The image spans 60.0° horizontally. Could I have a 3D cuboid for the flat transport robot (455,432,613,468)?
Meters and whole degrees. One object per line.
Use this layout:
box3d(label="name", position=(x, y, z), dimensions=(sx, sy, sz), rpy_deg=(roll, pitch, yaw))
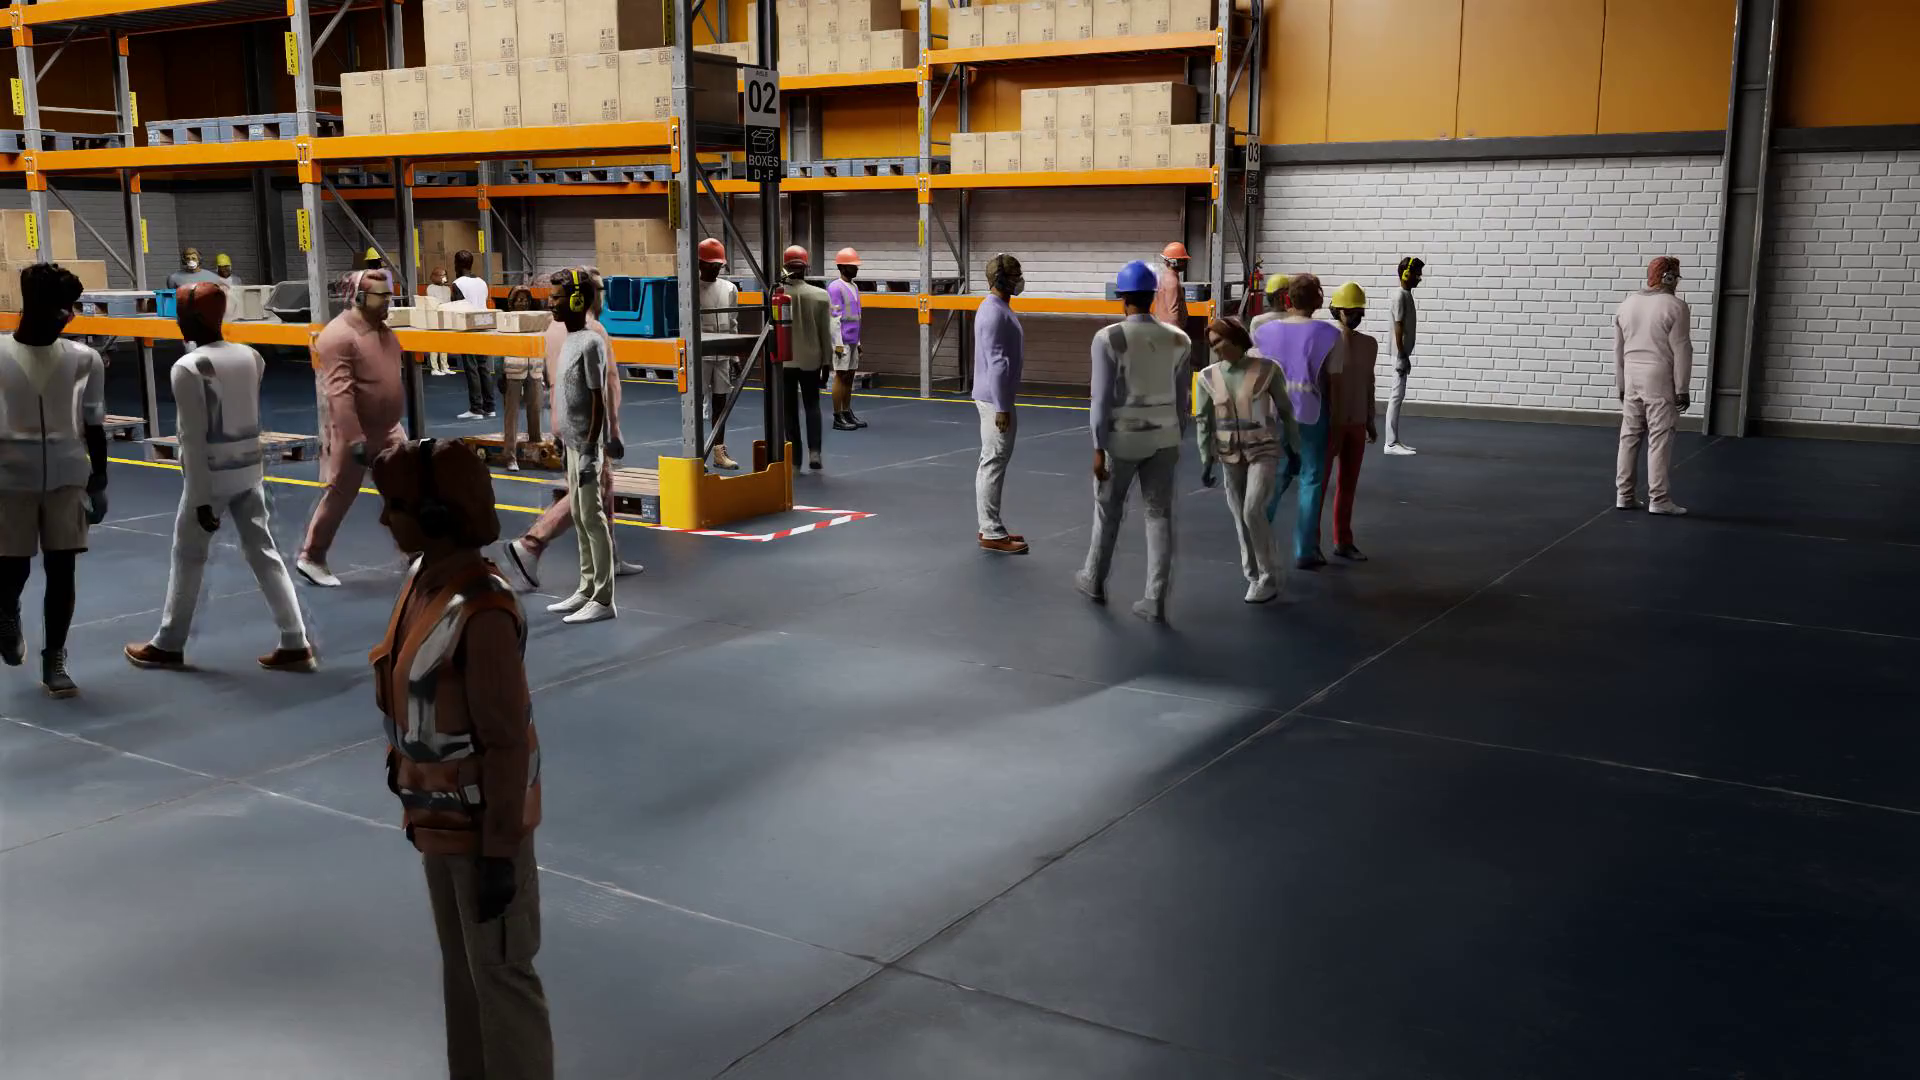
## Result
box3d(label="flat transport robot", position=(-3.909, -0.840, 15.191), dimensions=(1.431, 0.197, 0.652), rpy_deg=(6, 12, 32))

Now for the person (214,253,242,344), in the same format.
box3d(label="person", position=(-10.728, -3.271, 24.347), dimensions=(0.403, 1.833, 0.609), rpy_deg=(8, 13, 37))

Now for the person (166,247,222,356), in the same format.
box3d(label="person", position=(-9.501, -2.670, 20.708), dimensions=(0.635, 1.939, 0.367), rpy_deg=(-5, 11, -26))

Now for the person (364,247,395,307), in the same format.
box3d(label="person", position=(-8.456, -3.301, 24.276), dimensions=(0.398, 1.919, 0.592), rpy_deg=(2, 10, 10))

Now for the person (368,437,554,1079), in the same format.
box3d(label="person", position=(-1.021, 0.598, 3.440), dimensions=(0.314, 1.636, 0.514), rpy_deg=(-7, 12, -33))

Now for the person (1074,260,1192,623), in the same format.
box3d(label="person", position=(0.930, -0.551, 9.047), dimensions=(0.634, 1.900, 0.948), rpy_deg=(-3, 11, -19))

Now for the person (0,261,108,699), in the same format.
box3d(label="person", position=(-4.151, -0.276, 7.462), dimensions=(0.633, 1.930, 0.619), rpy_deg=(-9, 13, -40))

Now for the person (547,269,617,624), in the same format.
box3d(label="person", position=(-2.026, -0.492, 8.833), dimensions=(0.329, 1.872, 0.511), rpy_deg=(-5, 11, -26))

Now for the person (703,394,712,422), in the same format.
box3d(label="person", position=(-2.851, -2.123, 18.555), dimensions=(0.503, 1.622, 0.299), rpy_deg=(3, 11, 18))

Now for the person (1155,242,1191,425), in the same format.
box3d(label="person", position=(2.325, -2.254, 18.246), dimensions=(0.380, 1.994, 0.618), rpy_deg=(-1, 10, -3))

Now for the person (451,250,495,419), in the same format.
box3d(label="person", position=(-5.550, -2.335, 18.954), dimensions=(0.410, 1.908, 0.592), rpy_deg=(3, 11, 16))

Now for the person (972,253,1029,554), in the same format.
box3d(label="person", position=(0.261, -0.885, 10.818), dimensions=(0.372, 1.940, 0.627), rpy_deg=(0, 10, 0))

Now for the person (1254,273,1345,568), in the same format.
box3d(label="person", position=(2.037, -0.706, 10.129), dimensions=(0.575, 1.827, 0.642), rpy_deg=(6, 12, 32))

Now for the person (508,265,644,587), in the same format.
box3d(label="person", position=(-2.268, -0.658, 9.733), dimensions=(0.799, 1.878, 0.649), rpy_deg=(-6, 12, -29))

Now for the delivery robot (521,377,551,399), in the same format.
box3d(label="delivery robot", position=(-4.992, -1.914, 20.093), dimensions=(0.707, 0.478, 0.477), rpy_deg=(-3, 11, -15))

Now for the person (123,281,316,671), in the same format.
box3d(label="person", position=(-3.470, -0.277, 7.768), dimensions=(0.937, 1.836, 0.576), rpy_deg=(4, 11, 19))

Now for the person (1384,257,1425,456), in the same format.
box3d(label="person", position=(4.202, -1.735, 15.740), dimensions=(0.329, 1.865, 0.512), rpy_deg=(3, 11, 17))

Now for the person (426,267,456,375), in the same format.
box3d(label="person", position=(-7.801, -3.285, 24.992), dimensions=(0.282, 1.625, 0.492), rpy_deg=(5, 11, 26))

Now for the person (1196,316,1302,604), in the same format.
box3d(label="person", position=(1.586, -0.436, 9.267), dimensions=(0.584, 1.603, 0.538), rpy_deg=(7, 12, 33))

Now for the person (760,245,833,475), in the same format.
box3d(label="person", position=(-1.422, -1.546, 14.392), dimensions=(0.619, 1.976, 0.498), rpy_deg=(-3, 11, -14))

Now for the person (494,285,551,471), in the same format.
box3d(label="person", position=(-3.851, -1.422, 14.646), dimensions=(0.518, 1.634, 0.311), rpy_deg=(-8, 13, -39))

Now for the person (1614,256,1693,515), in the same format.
box3d(label="person", position=(5.155, -1.138, 12.328), dimensions=(0.405, 1.903, 0.636), rpy_deg=(-5, 11, -27))

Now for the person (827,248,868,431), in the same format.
box3d(label="person", position=(-1.199, -2.145, 17.799), dimensions=(0.354, 1.939, 0.544), rpy_deg=(4, 11, 20))

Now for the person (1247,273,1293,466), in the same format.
box3d(label="person", position=(2.651, -1.320, 13.747), dimensions=(0.523, 1.751, 0.654), rpy_deg=(-3, 11, -16))

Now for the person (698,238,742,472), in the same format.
box3d(label="person", position=(-2.183, -1.613, 14.586), dimensions=(0.605, 2.036, 0.383), rpy_deg=(-8, 13, -38))

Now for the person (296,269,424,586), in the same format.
box3d(label="person", position=(-3.471, -0.627, 9.630), dimensions=(0.963, 1.865, 0.646), rpy_deg=(4, 11, 21))

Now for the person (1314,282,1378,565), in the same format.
box3d(label="person", position=(2.403, -0.728, 10.428), dimensions=(0.533, 1.767, 0.326), rpy_deg=(-5, 11, -25))
